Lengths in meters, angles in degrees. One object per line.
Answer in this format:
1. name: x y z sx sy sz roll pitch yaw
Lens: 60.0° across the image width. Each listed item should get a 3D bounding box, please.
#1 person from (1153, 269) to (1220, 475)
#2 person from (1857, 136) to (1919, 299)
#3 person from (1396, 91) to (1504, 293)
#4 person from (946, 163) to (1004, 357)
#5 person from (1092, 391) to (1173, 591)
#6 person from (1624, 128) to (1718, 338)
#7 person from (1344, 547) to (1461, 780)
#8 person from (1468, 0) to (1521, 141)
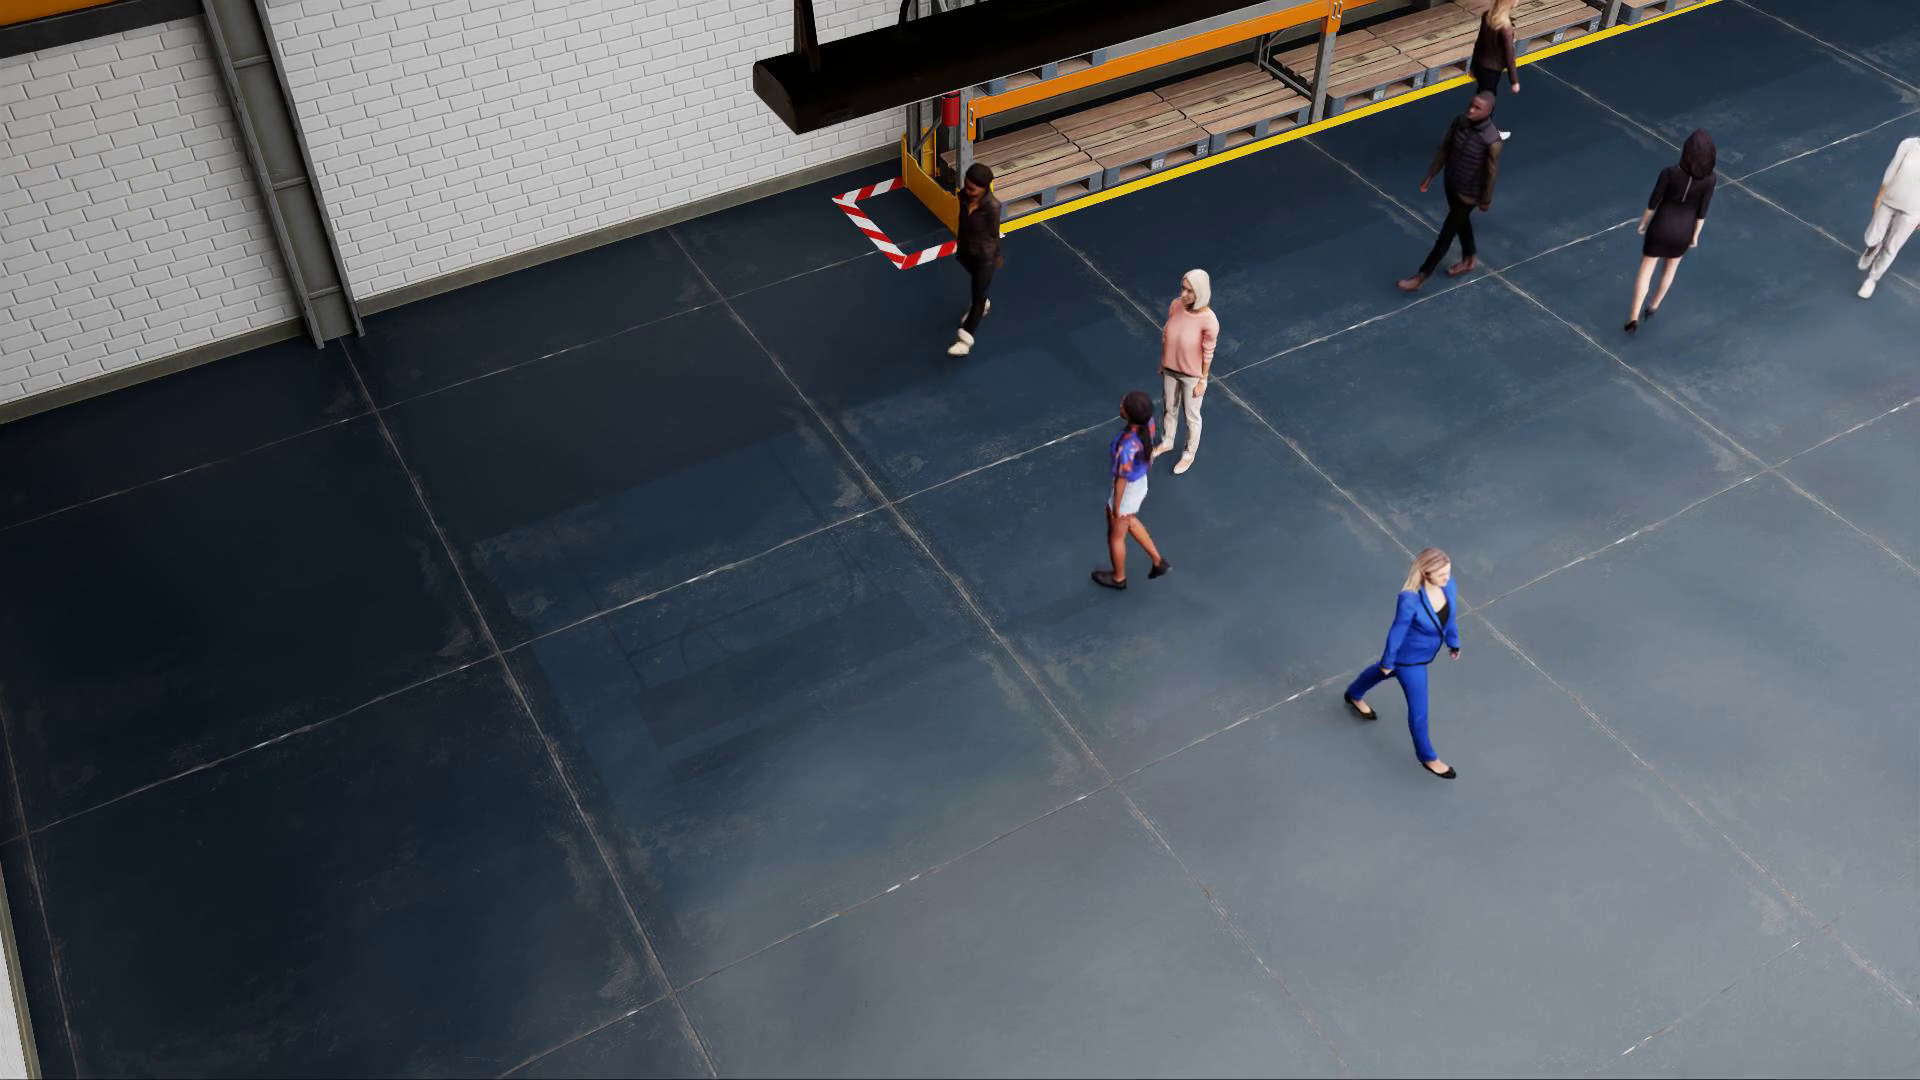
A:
1. person: 1.648 -1.248 12.134 0.656 1.725 0.616 34 53 30
2. person: 7.857 -2.825 13.822 0.773 1.680 0.881 27 50 25
3. person: 4.258 -2.918 13.840 1.170 1.789 0.803 -16 46 -16
4. person: 0.030 -2.210 13.215 0.852 1.627 1.141 -23 48 -22
5. person: 1.207 -0.285 11.120 0.869 1.729 0.848 21 47 20
6. person: 5.667 -2.419 13.308 0.793 1.801 0.853 10 44 10
7. person: 2.699 0.636 10.207 1.138 1.655 0.875 -33 52 -30
8. person: 4.806 -4.280 15.348 0.977 1.682 0.801 -7 44 -7
